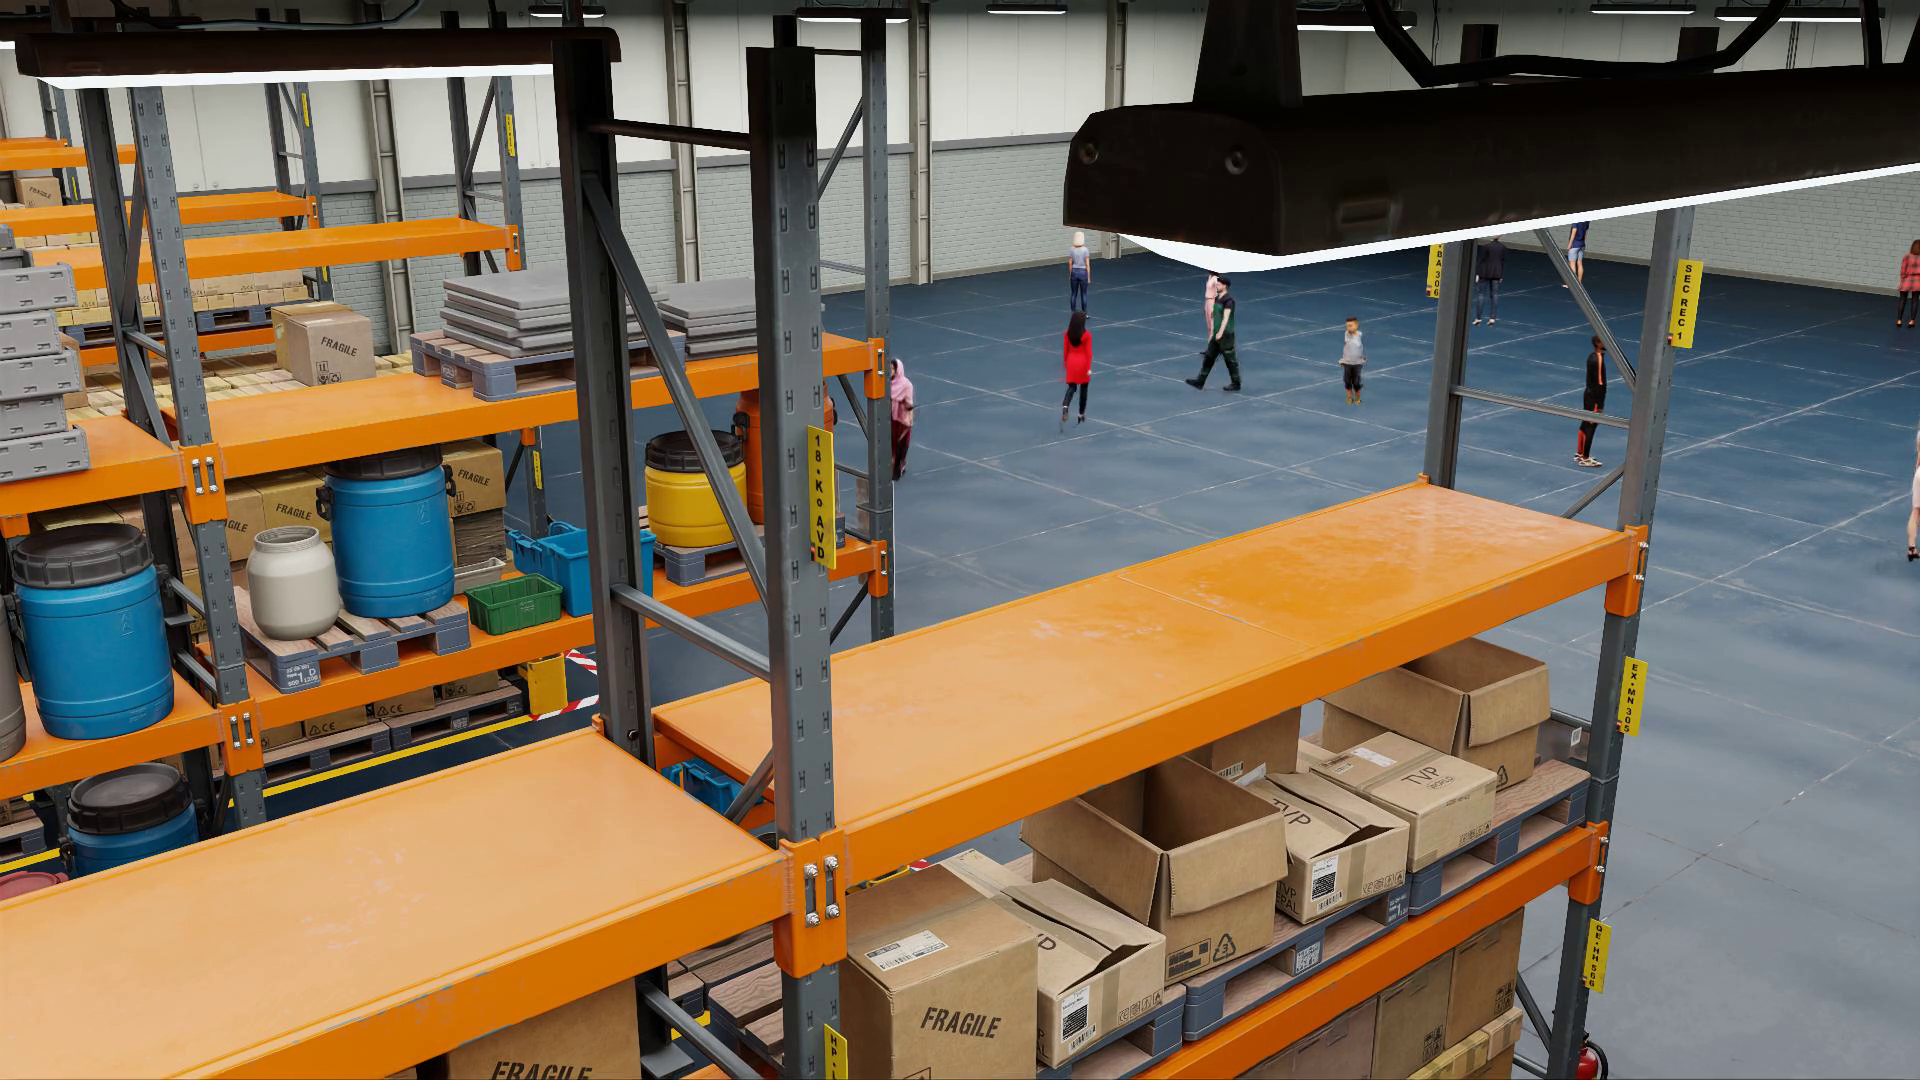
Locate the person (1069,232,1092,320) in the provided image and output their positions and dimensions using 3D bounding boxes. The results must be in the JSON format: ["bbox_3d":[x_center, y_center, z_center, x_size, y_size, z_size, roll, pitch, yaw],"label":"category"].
[{"bbox_3d":[2.367,-5.252,33.027,0.654,1.719,0.644,9,20,25],"label":"person"}]

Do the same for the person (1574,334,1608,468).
[{"bbox_3d":[8.621,-1.919,22.649,0.758,1.808,0.694,2,18,6],"label":"person"}]

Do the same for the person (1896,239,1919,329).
[{"bbox_3d":[18.428,-4.972,32.193,0.672,1.703,0.648,12,21,32],"label":"person"}]

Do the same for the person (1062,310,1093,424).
[{"bbox_3d":[1.713,-2.516,24.606,0.860,1.729,1.066,9,20,25],"label":"person"}]

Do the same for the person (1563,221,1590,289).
[{"bbox_3d":[13.593,-6.485,36.605,0.569,1.847,0.732,-8,20,-24],"label":"person"}]

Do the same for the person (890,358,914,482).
[{"bbox_3d":[-0.808,-1.610,22.017,0.863,1.610,1.060,9,20,25],"label":"person"}]

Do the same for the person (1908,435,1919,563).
[{"bbox_3d":[10.834,-0.621,18.656,0.747,1.812,0.637,-12,22,-32],"label":"person"}]

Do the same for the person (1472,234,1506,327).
[{"bbox_3d":[9.318,-4.671,29.379,0.806,1.776,0.796,-1,18,-3],"label":"person"}]

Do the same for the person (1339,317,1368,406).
[{"bbox_3d":[6.206,-2.867,26.158,0.702,1.438,0.735,2,18,8],"label":"person"}]

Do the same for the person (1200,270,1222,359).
[{"bbox_3d":[4.500,-4.106,29.506,0.704,1.720,0.696,-3,18,-9],"label":"person"}]

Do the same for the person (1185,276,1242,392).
[{"bbox_3d":[4.326,-3.284,26.770,1.252,1.850,0.972,-6,19,-17],"label":"person"}]
